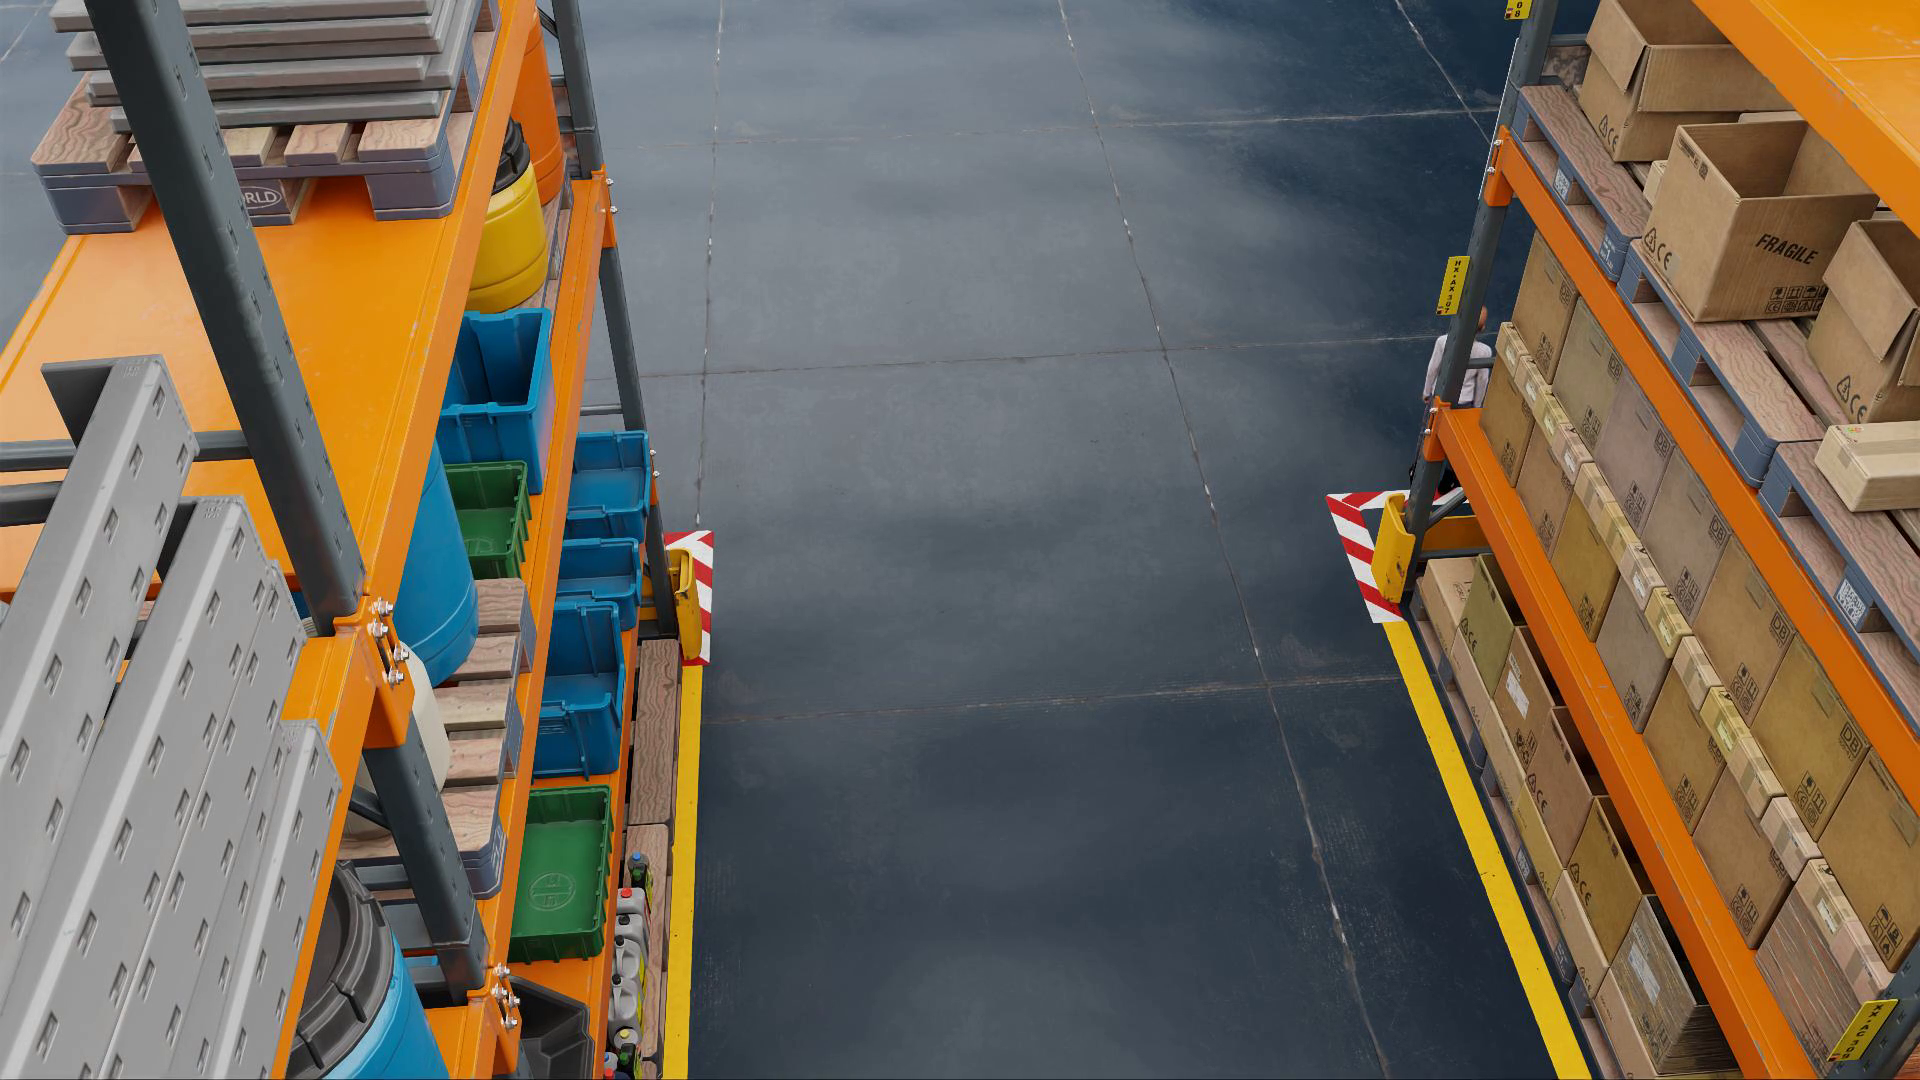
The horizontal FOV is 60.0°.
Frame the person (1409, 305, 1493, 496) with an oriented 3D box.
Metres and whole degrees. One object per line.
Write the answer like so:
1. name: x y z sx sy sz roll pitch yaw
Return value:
1. person: 2.799 -0.809 9.465 0.576 1.279 0.616 17 45 18
